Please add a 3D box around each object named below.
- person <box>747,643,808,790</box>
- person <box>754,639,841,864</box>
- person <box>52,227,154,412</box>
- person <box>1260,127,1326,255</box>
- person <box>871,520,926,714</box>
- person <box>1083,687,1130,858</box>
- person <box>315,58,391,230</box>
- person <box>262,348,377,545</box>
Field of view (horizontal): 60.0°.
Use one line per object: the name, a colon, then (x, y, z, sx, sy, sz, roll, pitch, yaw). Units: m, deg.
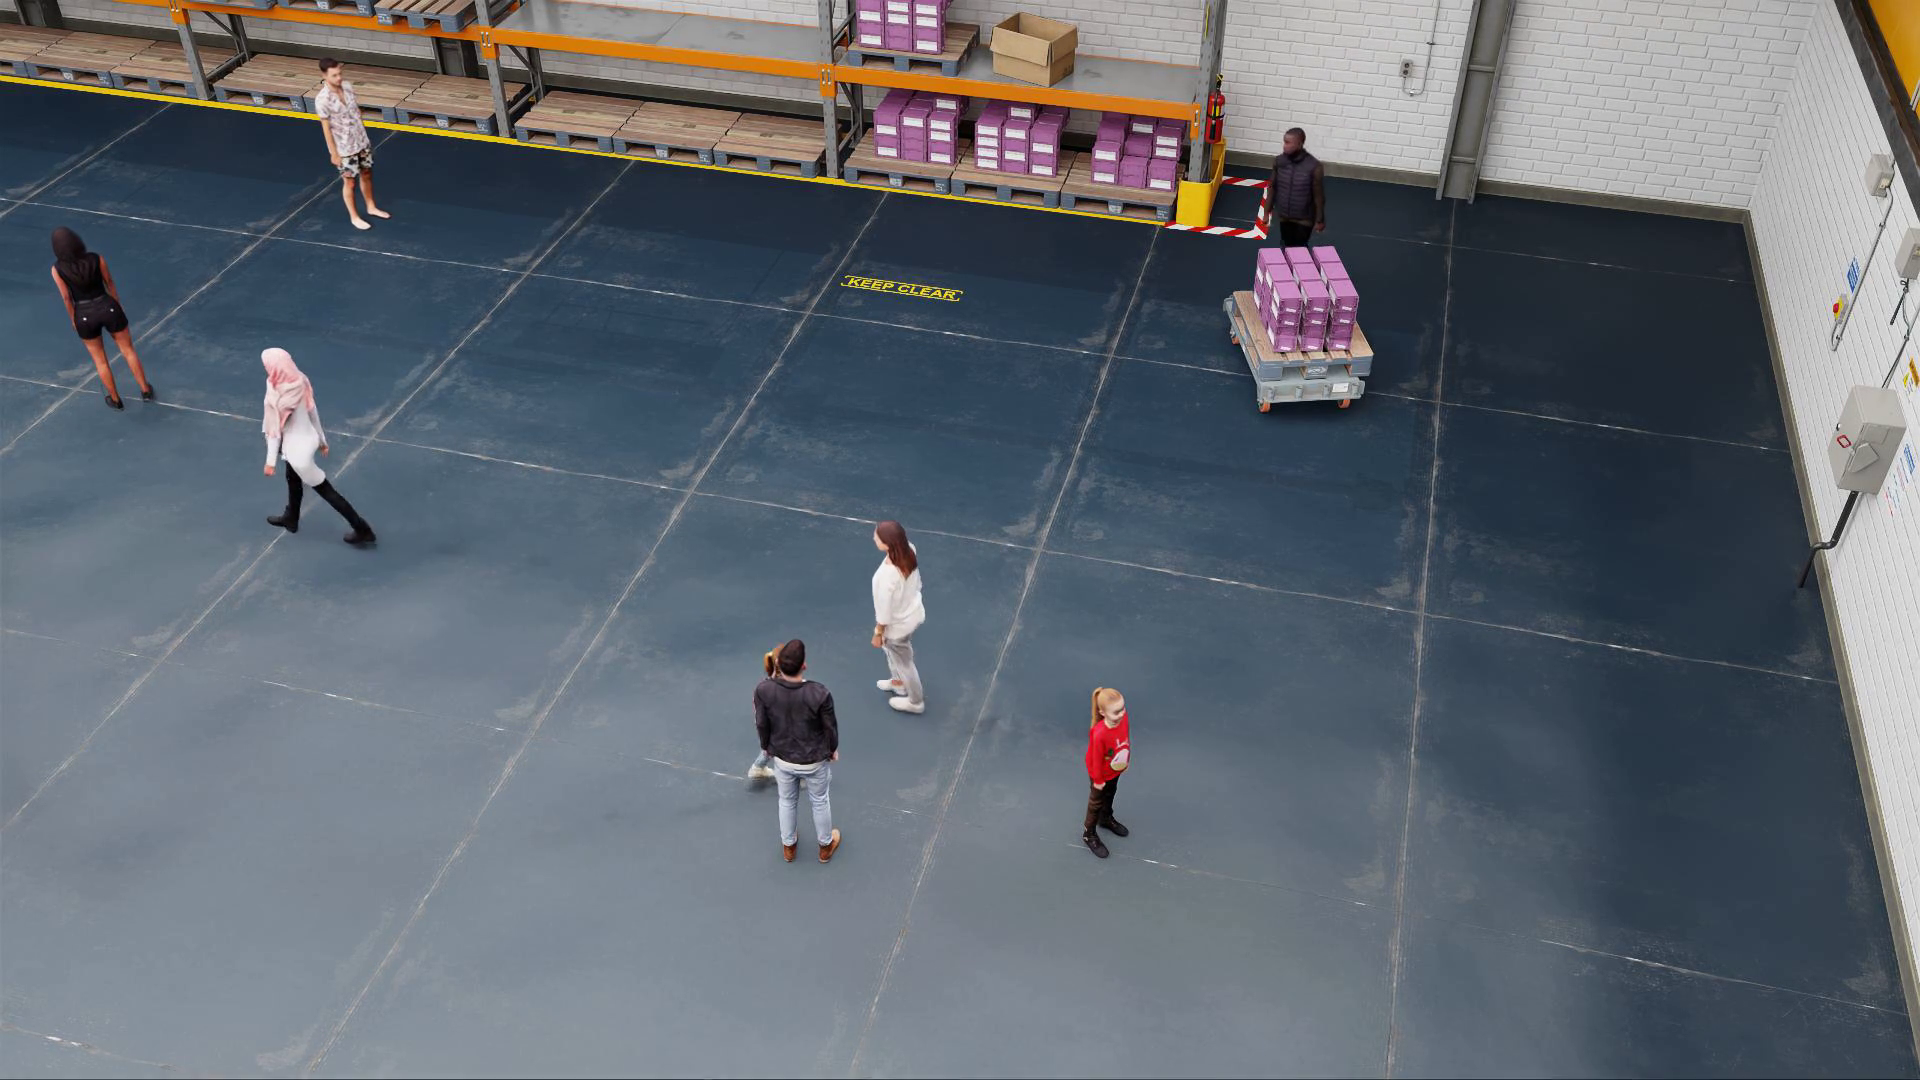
person: (-1.188, 1.168, 10.936, 0.854, 1.288, 0.723, -9, 40, -11)
person: (-0.989, 1.324, 10.301, 0.548, 1.837, 0.751, 3, 39, 4)
person: (-7.493, -1.935, 14.458, 0.669, 1.742, 0.706, -25, 45, -28)
person: (3.262, -3.073, 15.837, 0.774, 1.800, 0.909, 20, 43, 24)
person: (-0.332, 0.553, 11.395, 0.665, 1.675, 0.660, 13, 41, 16)
person: (0.935, 1.447, 10.592, 0.605, 1.281, 0.569, 27, 46, 29)
person: (-6.318, -4.108, 17.123, 0.644, 1.811, 0.715, 17, 42, 20)
person: (-4.998, -0.654, 12.845, 1.199, 1.753, 0.719, 6, 39, 8)
